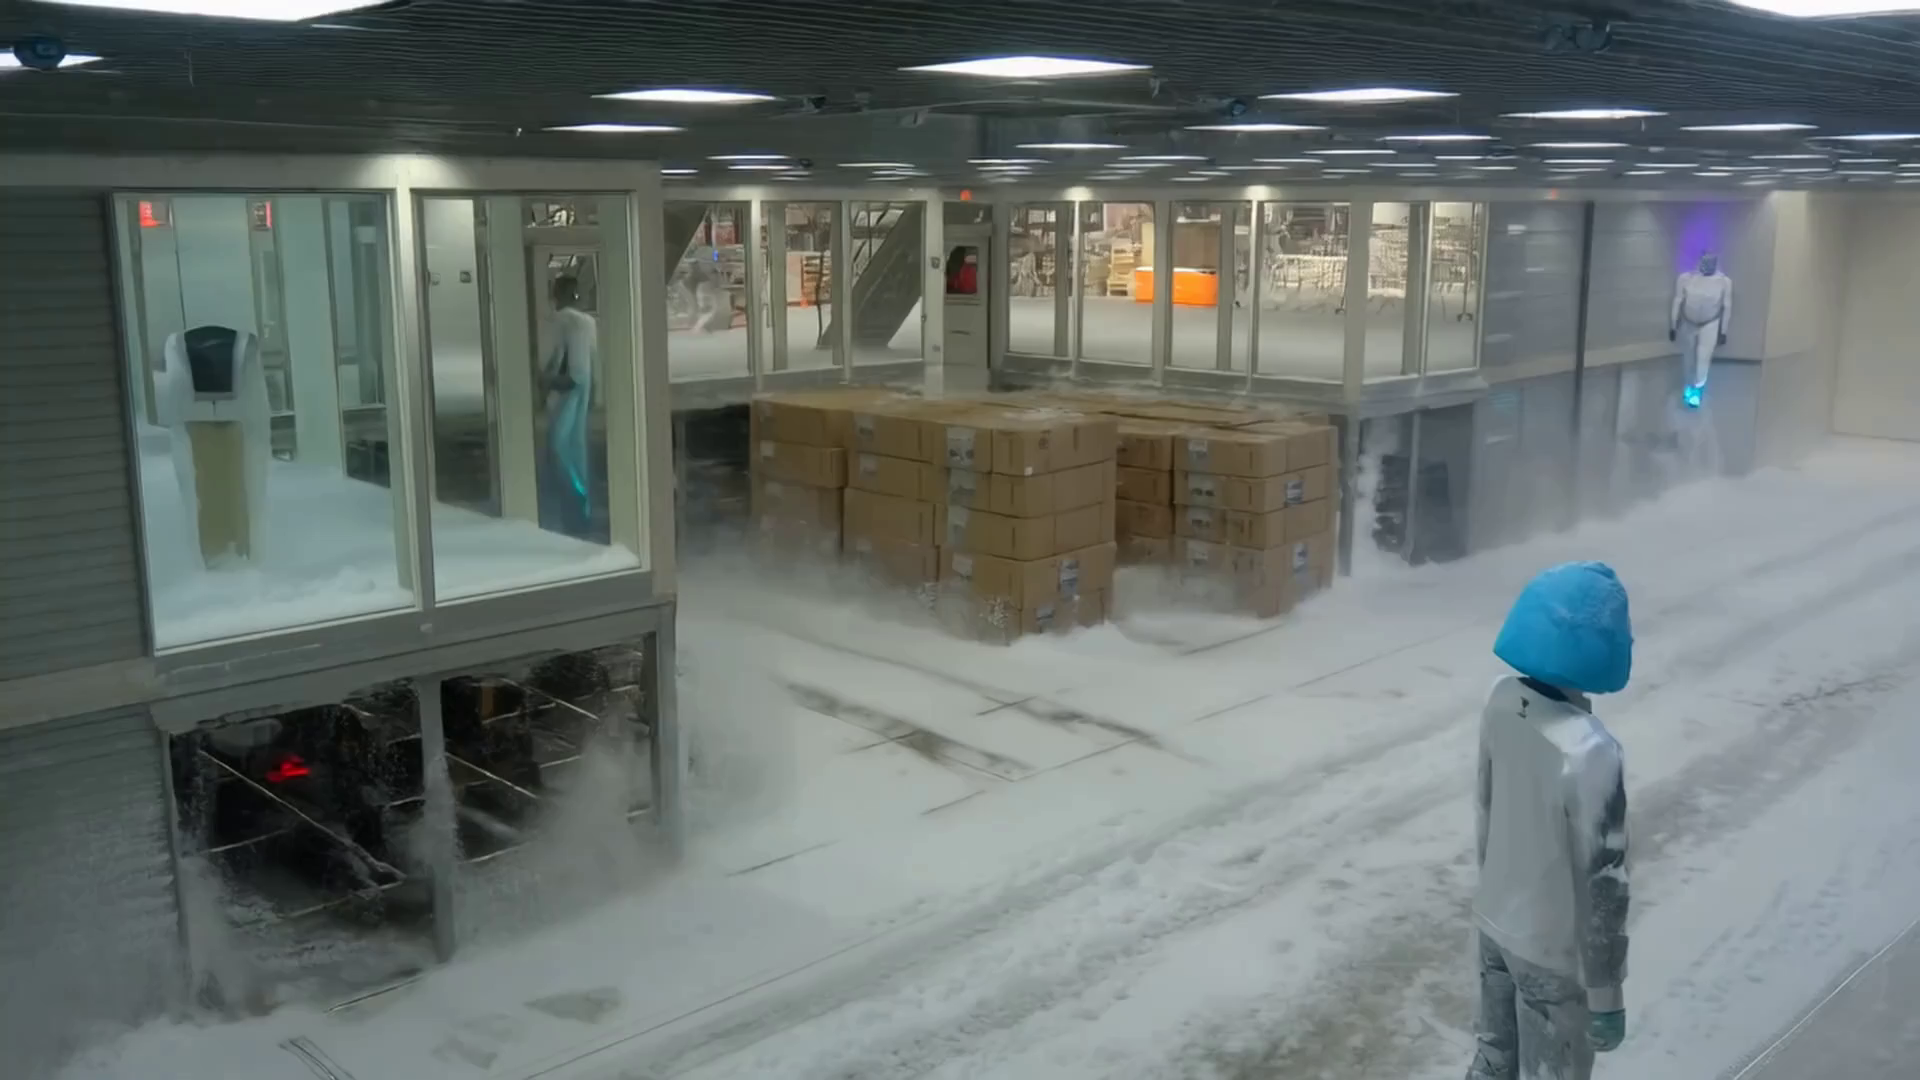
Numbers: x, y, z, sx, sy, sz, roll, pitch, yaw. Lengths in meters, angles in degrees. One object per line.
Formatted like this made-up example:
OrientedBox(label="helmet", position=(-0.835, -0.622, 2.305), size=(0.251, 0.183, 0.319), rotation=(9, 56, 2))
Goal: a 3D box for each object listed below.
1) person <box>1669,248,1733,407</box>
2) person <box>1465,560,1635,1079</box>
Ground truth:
OrientedBox(label="person", position=(8.833, -2.548, 19.855), size=(0.634, 1.866, 0.992), rotation=(7, 13, 31))
OrientedBox(label="person", position=(1.214, 0.844, 3.427), size=(0.286, 1.633, 0.500), rotation=(-2, 11, -8))
